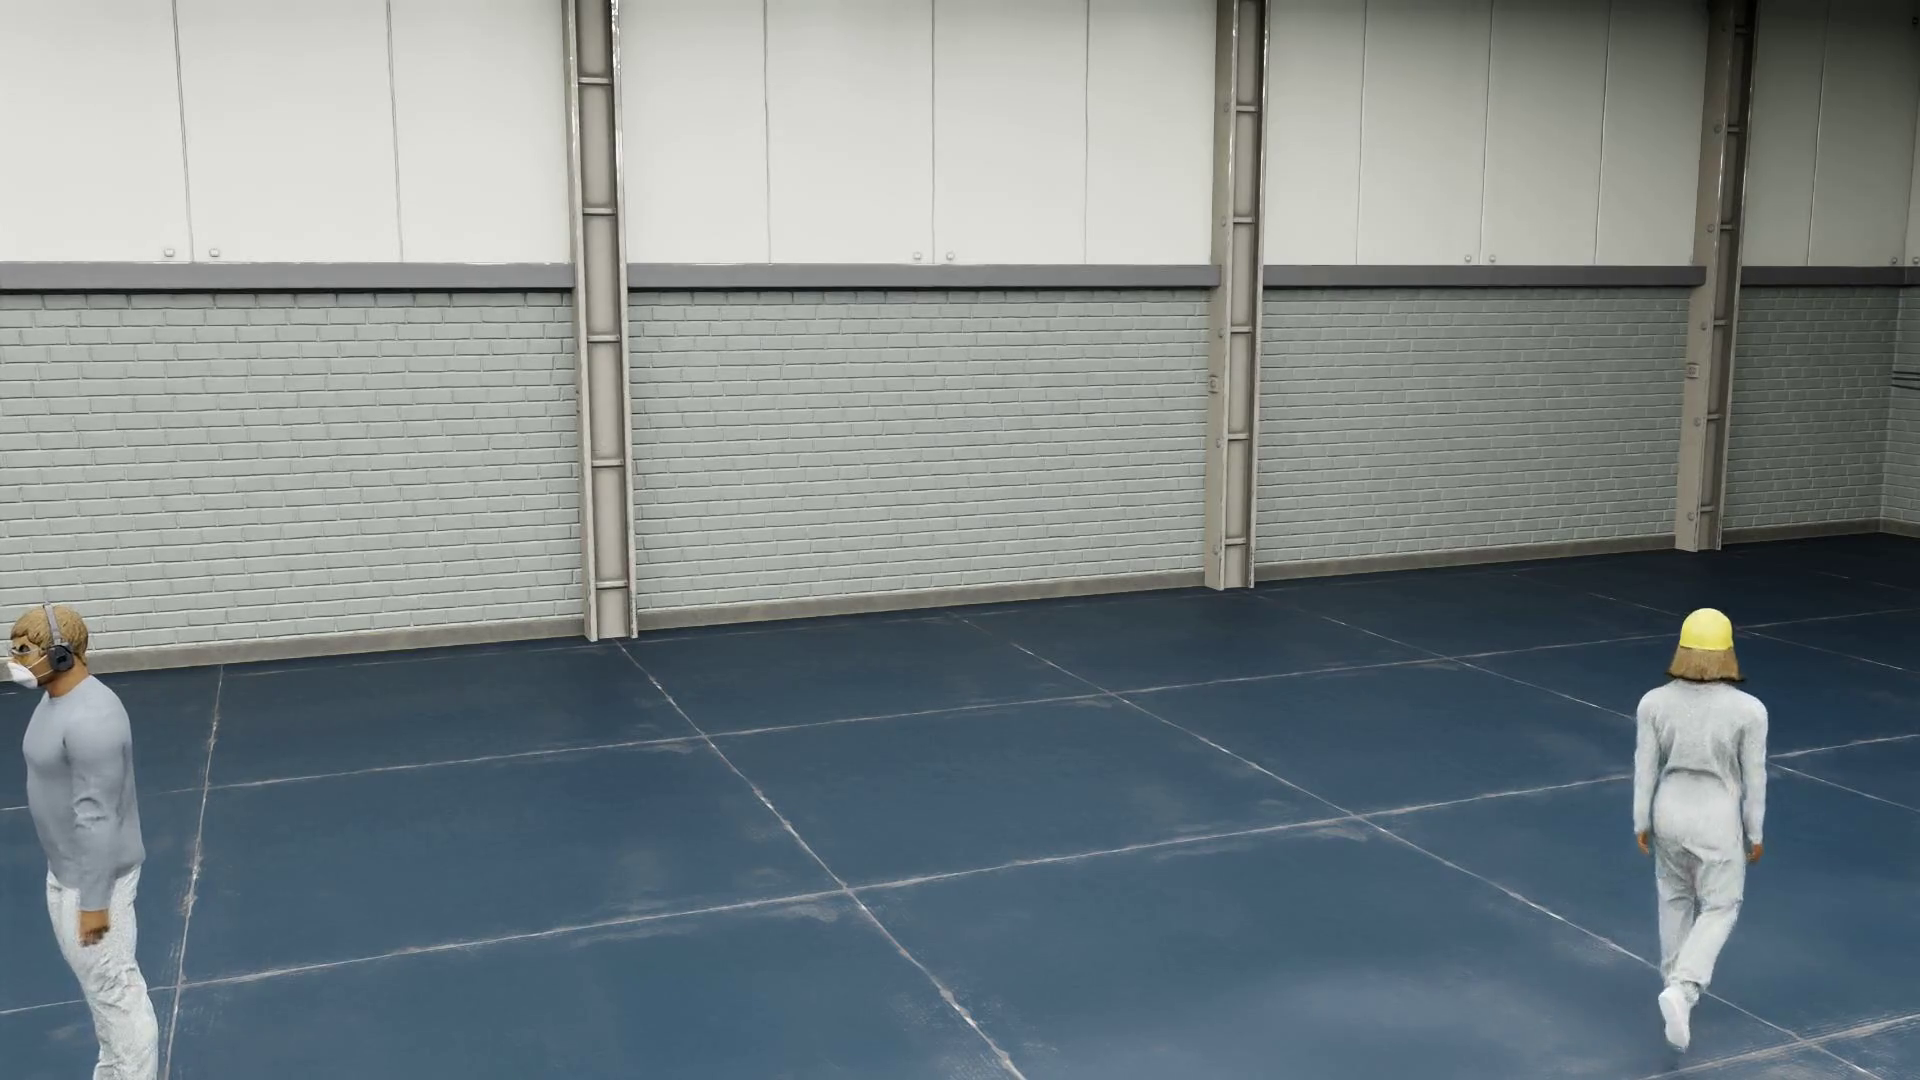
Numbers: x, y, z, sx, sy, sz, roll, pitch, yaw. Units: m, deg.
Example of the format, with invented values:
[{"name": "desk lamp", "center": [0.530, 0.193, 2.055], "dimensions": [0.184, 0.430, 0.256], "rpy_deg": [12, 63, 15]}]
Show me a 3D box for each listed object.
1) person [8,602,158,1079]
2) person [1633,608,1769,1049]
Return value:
[{"name": "person", "center": [-3.026, 1.163, 5.765], "dimensions": [0.359, 1.933, 0.627], "rpy_deg": [-7, 12, -38]}, {"name": "person", "center": [2.895, 1.131, 6.592], "dimensions": [0.490, 1.722, 0.677], "rpy_deg": [8, 12, 41]}]
